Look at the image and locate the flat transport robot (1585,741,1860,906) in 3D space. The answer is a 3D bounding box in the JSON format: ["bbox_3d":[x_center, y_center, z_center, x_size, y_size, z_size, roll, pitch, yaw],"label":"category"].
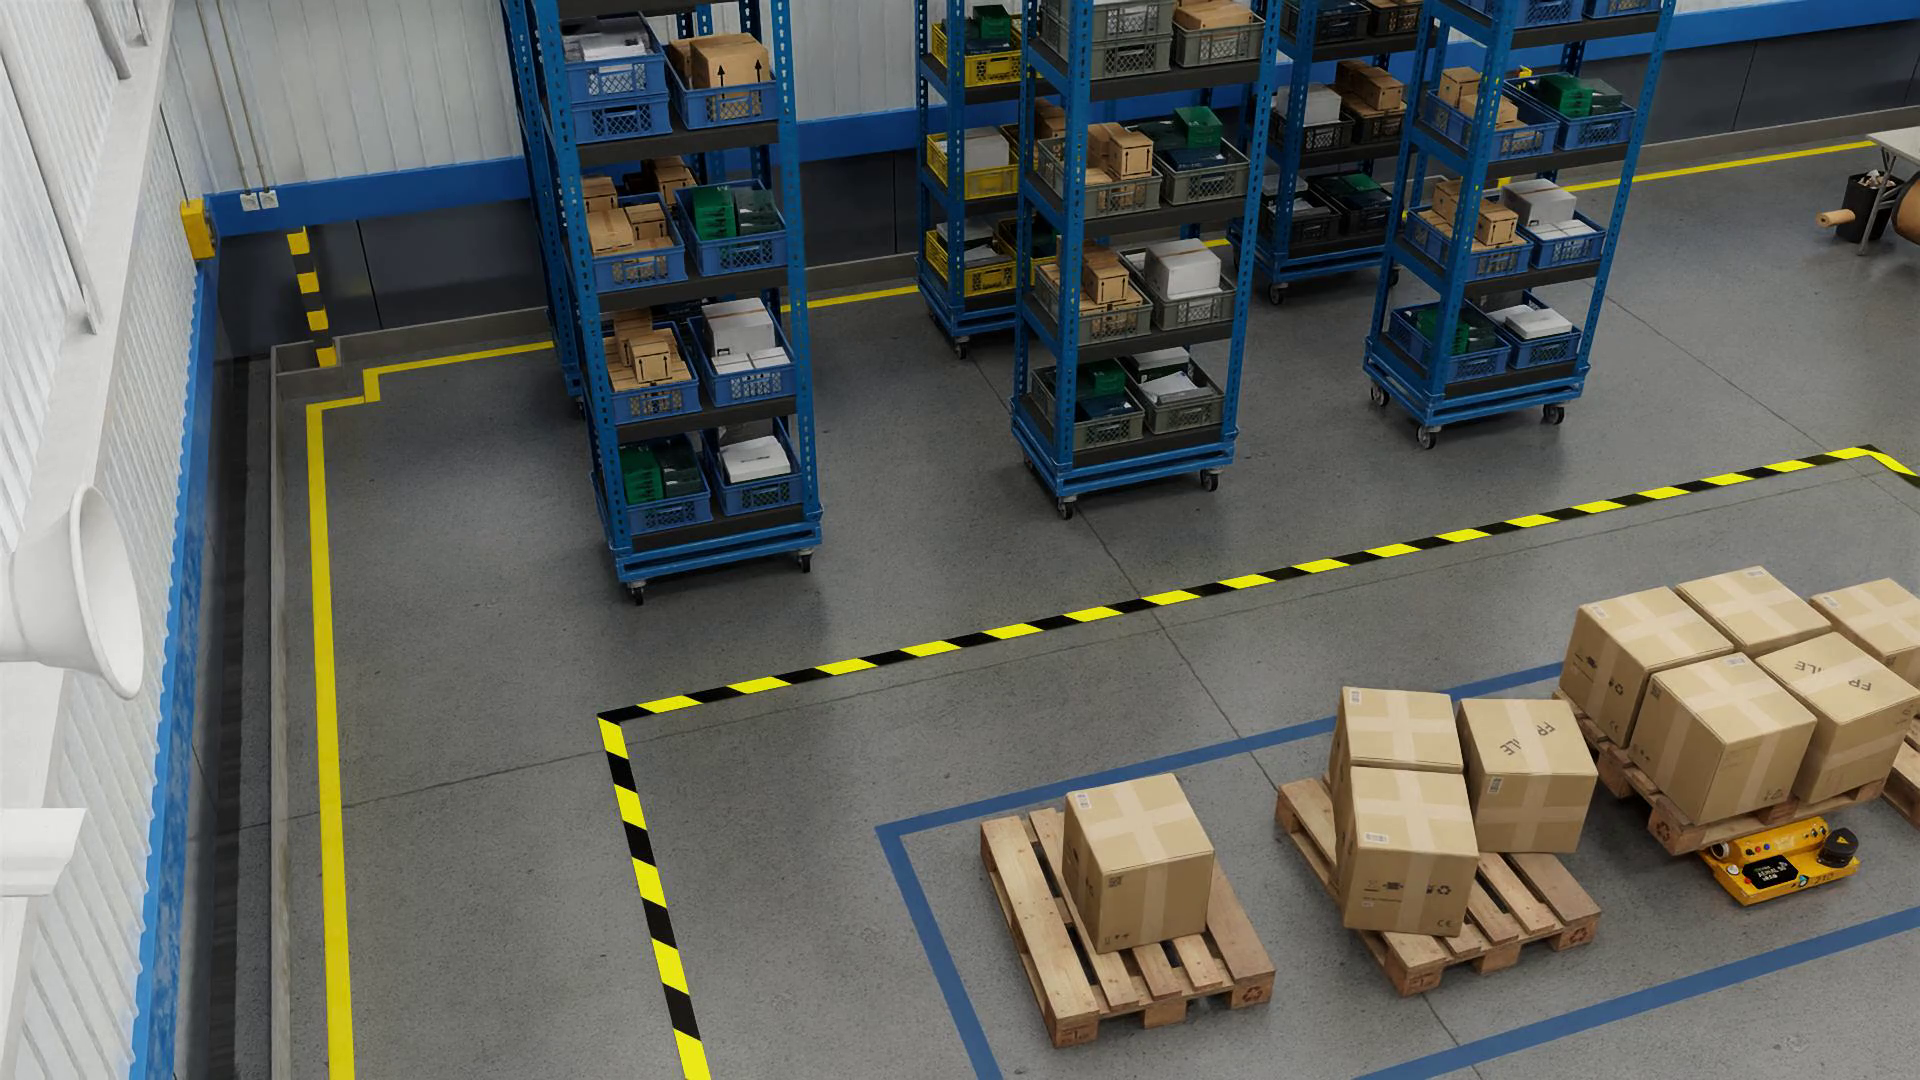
[{"bbox_3d":[3.738,1.188,8.347,0.652,0.197,1.431,-11,37,-15],"label":"flat transport robot"}]
